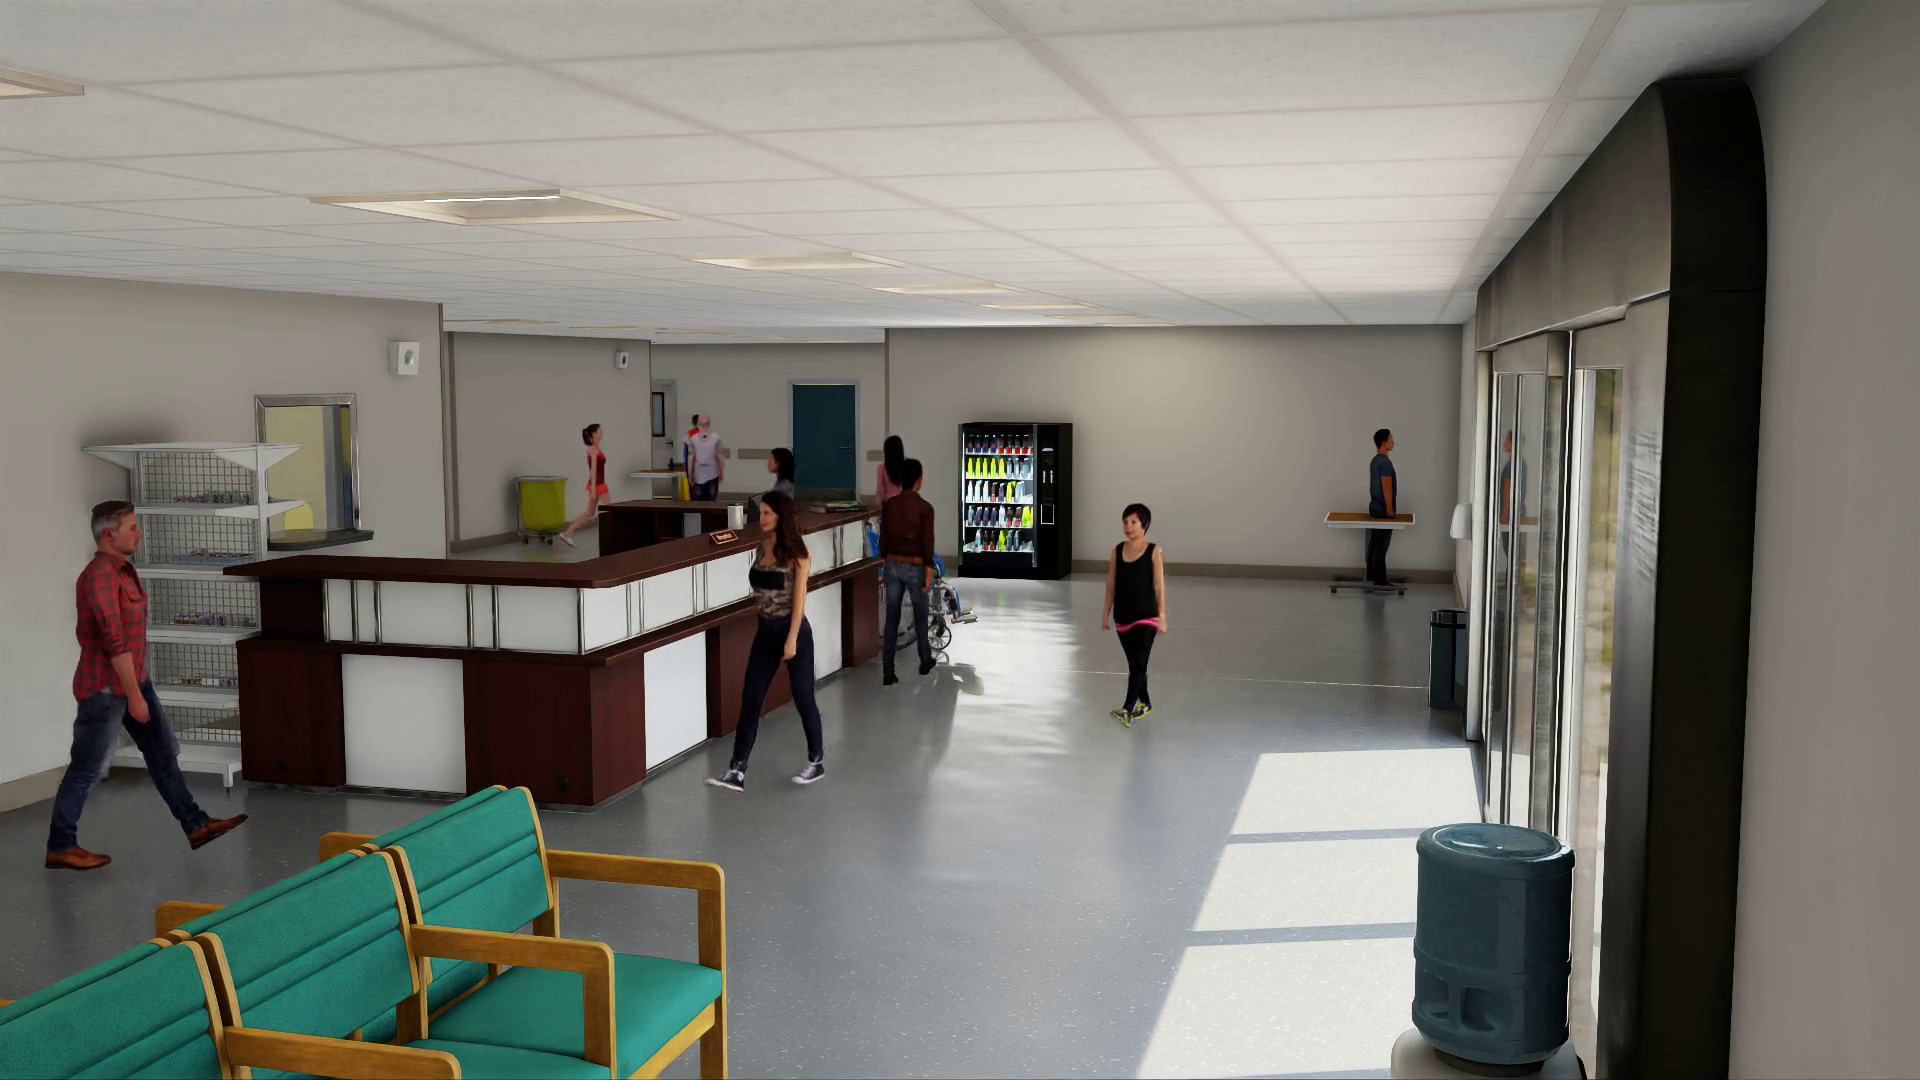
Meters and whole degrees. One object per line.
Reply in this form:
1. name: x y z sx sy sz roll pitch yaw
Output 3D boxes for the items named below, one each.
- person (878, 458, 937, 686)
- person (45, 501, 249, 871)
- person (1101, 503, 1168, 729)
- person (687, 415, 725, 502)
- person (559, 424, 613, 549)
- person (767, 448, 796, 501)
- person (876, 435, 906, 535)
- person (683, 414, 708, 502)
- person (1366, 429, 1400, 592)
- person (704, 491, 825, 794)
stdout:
1. person: -0.458 0.287 12.806 1.078 1.733 0.768 2 6 20
2. person: -4.220 0.733 8.078 1.271 1.791 1.098 -2 6 -17
3. person: 1.259 0.527 11.511 1.011 1.515 0.858 4 7 35
4. person: -3.680 -0.881 24.077 1.133 1.801 1.004 -1 6 -6
5. person: -5.041 -0.700 22.673 1.171 1.722 0.971 -2 6 -18
6. person: -1.591 -0.008 15.809 0.749 1.718 0.720 0 6 -4
7. person: -0.728 -0.307 18.741 0.962 1.726 0.951 -2 6 -20
8. person: -4.286 -1.164 27.166 0.677 1.745 0.790 0 6 2
9. person: 4.755 -0.351 18.757 0.640 1.810 0.710 0 6 -1
10. person: -0.954 0.604 9.674 1.115 1.727 0.961 4 7 37
